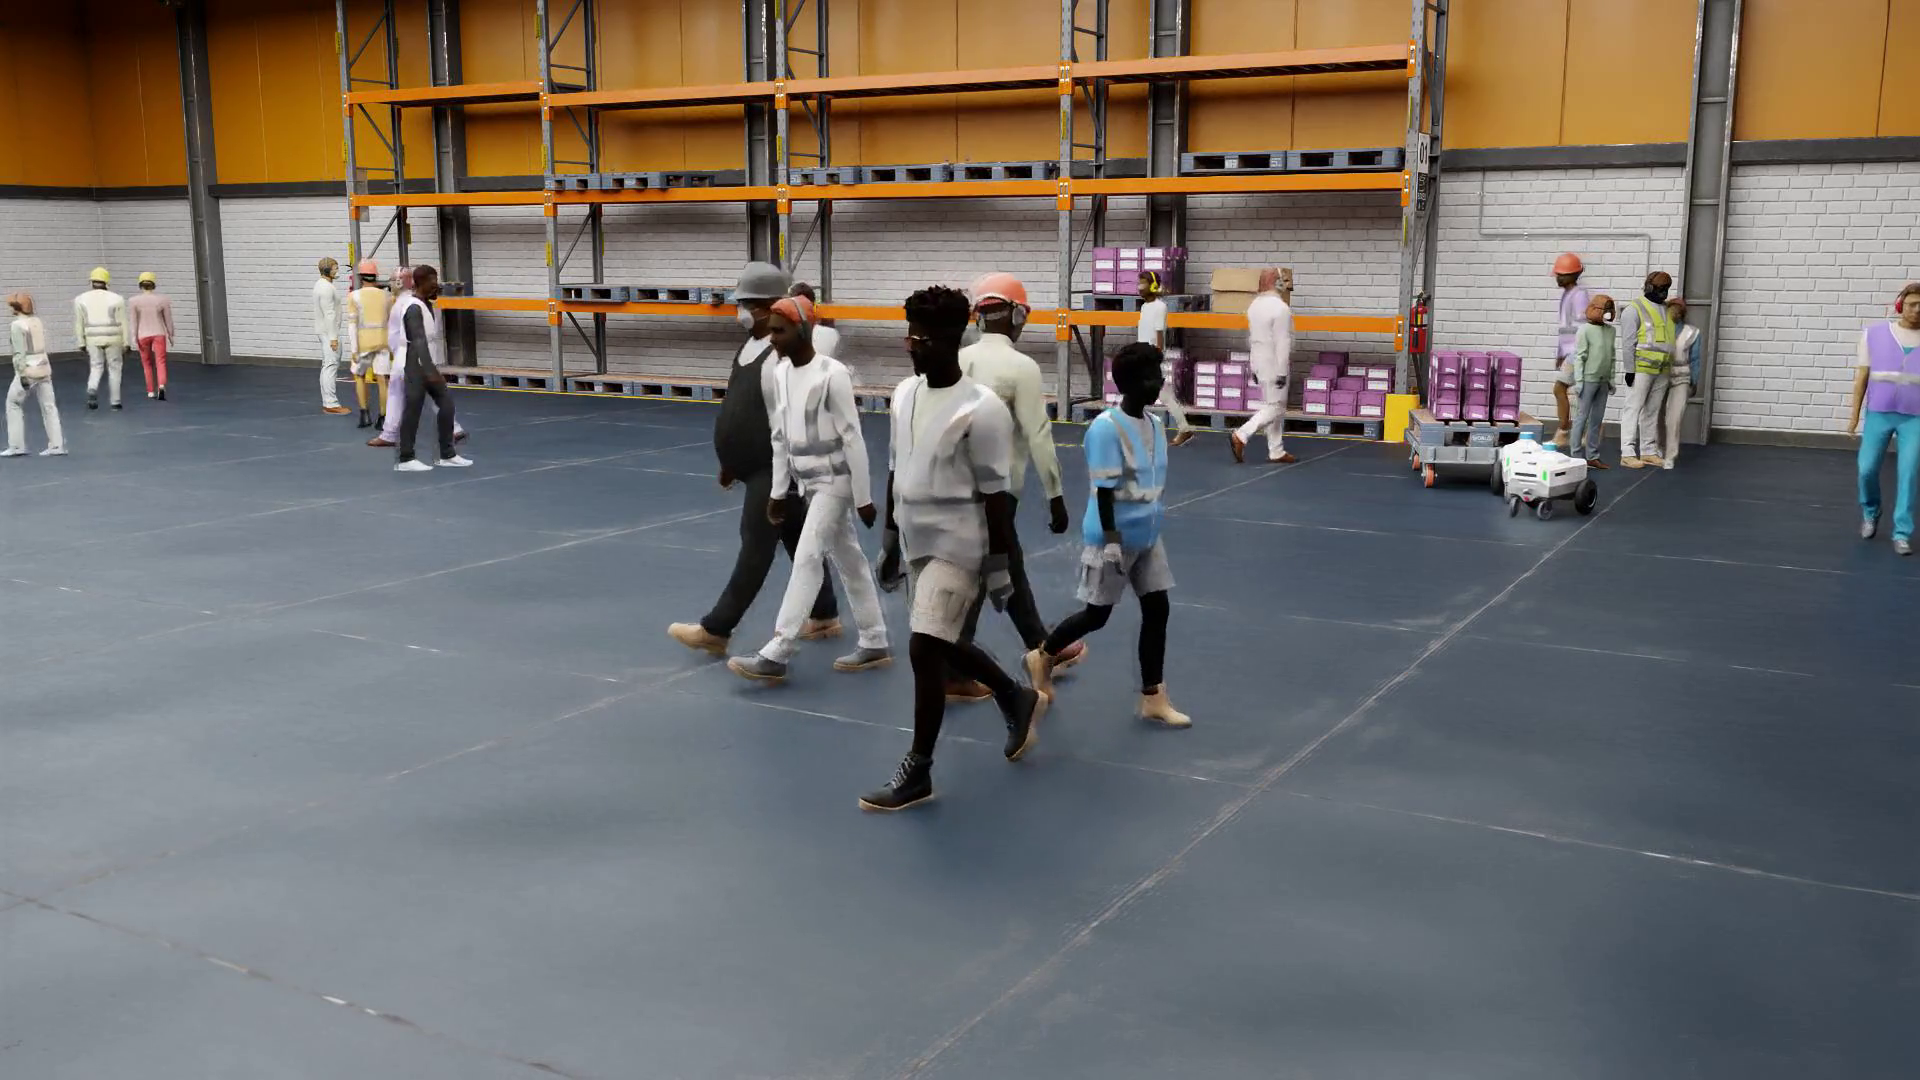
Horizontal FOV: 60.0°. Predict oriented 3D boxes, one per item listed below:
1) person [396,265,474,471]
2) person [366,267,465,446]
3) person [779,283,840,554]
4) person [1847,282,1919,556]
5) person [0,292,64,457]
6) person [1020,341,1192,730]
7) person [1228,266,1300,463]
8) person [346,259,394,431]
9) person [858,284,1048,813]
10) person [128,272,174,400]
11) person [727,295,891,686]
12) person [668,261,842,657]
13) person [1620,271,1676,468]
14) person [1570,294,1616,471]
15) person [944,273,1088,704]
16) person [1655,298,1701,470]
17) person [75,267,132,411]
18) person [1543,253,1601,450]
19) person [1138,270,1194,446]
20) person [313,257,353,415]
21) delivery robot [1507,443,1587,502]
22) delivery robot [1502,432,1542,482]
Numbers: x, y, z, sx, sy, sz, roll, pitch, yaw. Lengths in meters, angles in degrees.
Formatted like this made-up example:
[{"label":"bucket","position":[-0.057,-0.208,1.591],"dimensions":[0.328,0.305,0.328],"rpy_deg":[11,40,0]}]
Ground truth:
[{"label":"person","position":[-4.859,-1.571,15.327],"dimensions":[0.782,1.891,0.613],"rpy_deg":[0,10,-2]},{"label":"person","position":[-5.645,-1.887,17.215],"dimensions":[0.971,1.871,0.643],"rpy_deg":[1,10,3]},{"label":"person","position":[-1.054,-0.835,11.367],"dimensions":[0.498,1.816,0.956],"rpy_deg":[-5,11,-25]},{"label":"person","position":[6.393,-0.836,11.334],"dimensions":[0.609,1.826,0.643],"rpy_deg":[5,11,27]},{"label":"person","position":[-9.195,-1.611,16.335],"dimensions":[0.666,1.617,0.536],"rpy_deg":[0,10,2]},{"label":"person","position":[0.641,-0.033,7.212],"dimensions":[0.744,1.672,0.526],"rpy_deg":[9,13,42]},{"label":"person","position":[2.891,-1.636,15.704],"dimensions":[0.747,1.885,0.650],"rpy_deg":[-3,10,-16]},{"label":"person","position":[-6.636,-2.192,18.751],"dimensions":[0.547,1.917,0.582],"rpy_deg":[-6,12,-32]},{"label":"person","position":[-0.005,0.008,6.258],"dimensions":[0.889,1.941,0.597],"rpy_deg":[-7,12,-33]},{"label":"person","position":[-10.929,-2.760,22.503],"dimensions":[0.534,1.731,0.842],"rpy_deg":[-5,11,-28]},{"label":"person","position":[-0.722,-0.231,7.890],"dimensions":[0.931,1.828,0.572],"rpy_deg":[-6,11,-28]},{"label":"person","position":[-1.043,-0.442,8.500],"dimensions":[1.030,2.000,0.696],"rpy_deg":[-5,11,-25]},{"label":"person","position":[6.478,-1.596,15.613],"dimensions":[0.621,1.838,0.429],"rpy_deg":[-5,11,-27]},{"label":"person","position":[5.864,-1.449,15.374],"dimensions":[0.499,1.627,0.270],"rpy_deg":[-6,12,-31]},{"label":"person","position":[0.254,-0.244,7.667],"dimensions":[0.996,1.929,0.677],"rpy_deg":[-6,11,-29]},{"label":"person","position":[6.698,-1.494,15.722],"dimensions":[0.522,1.597,0.838],"rpy_deg":[5,11,25]},{"label":"person","position":[-10.699,-2.496,20.772],"dimensions":[0.599,1.813,0.532],"rpy_deg":[-2,10,-10]},{"label":"person","position":[6.250,-1.899,16.885],"dimensions":[0.698,1.994,0.640],"rpy_deg":[1,10,8]},{"label":"person","position":[2.011,-1.856,17.114],"dimensions":[0.951,1.833,0.533],"rpy_deg":[-4,11,-20]},{"label":"person","position":[-7.747,-2.507,20.479],"dimensions":[0.357,1.938,0.637],"rpy_deg":[-5,11,-25]},{"label":"delivery robot","position":[4.523,-0.507,12.804],"dimensions":[0.707,0.478,0.477],"rpy_deg":[-9,14,-43]},{"label":"delivery robot","position":[4.602,-0.637,13.540],"dimensions":[0.477,0.478,0.707],"rpy_deg":[3,10,16]}]
